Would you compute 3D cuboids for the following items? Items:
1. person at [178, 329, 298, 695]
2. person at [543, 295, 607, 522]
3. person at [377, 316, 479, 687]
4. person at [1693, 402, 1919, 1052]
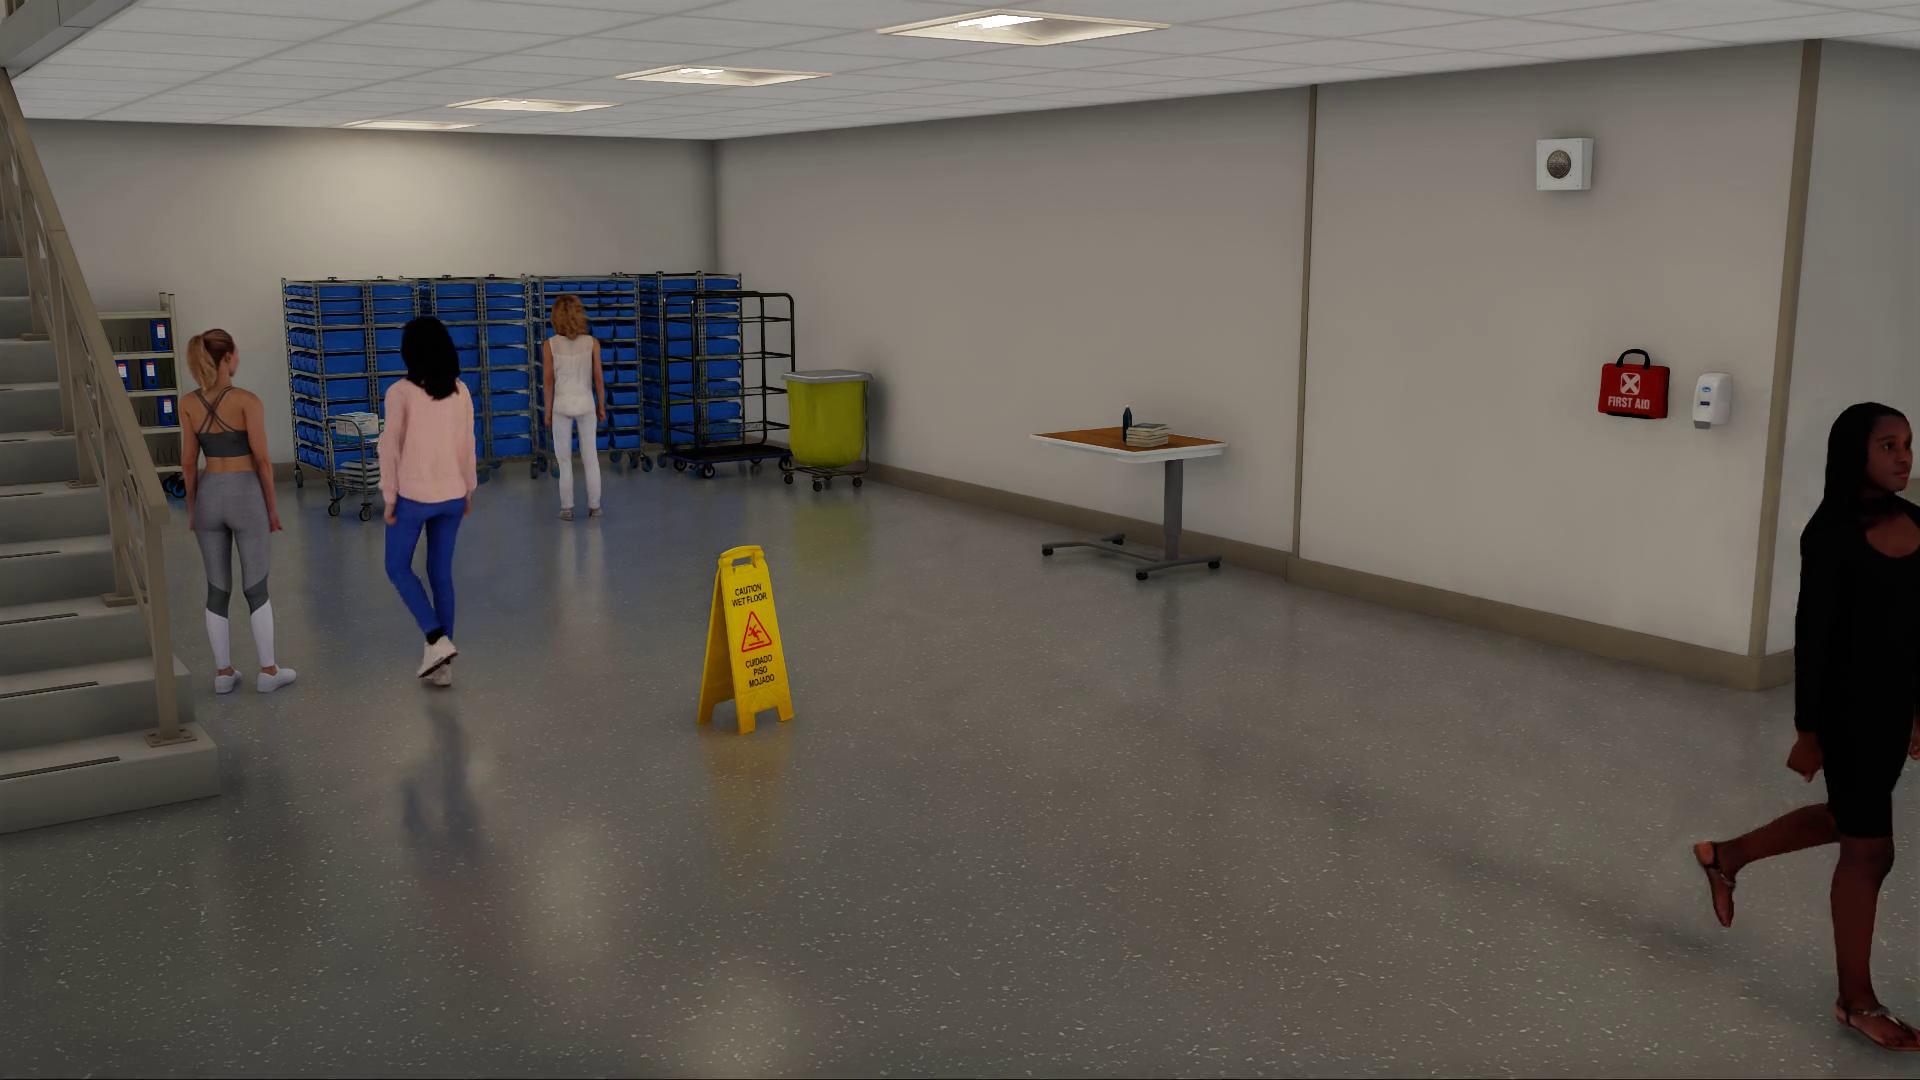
[{"bbox_3d":[-3.420,-0.133,7.794,0.646,1.707,0.678,0,11,0],"label":"person"},{"bbox_3d":[-2.885,-0.989,12.403,0.668,1.671,0.645,-3,11,-17],"label":"person"},{"bbox_3d":[-2.449,-0.157,7.808,0.695,1.748,0.713,-10,15,-43],"label":"person"},{"bbox_3d":[2.399,0.477,4.592,0.681,1.703,1.041,-6,12,-27],"label":"person"}]
